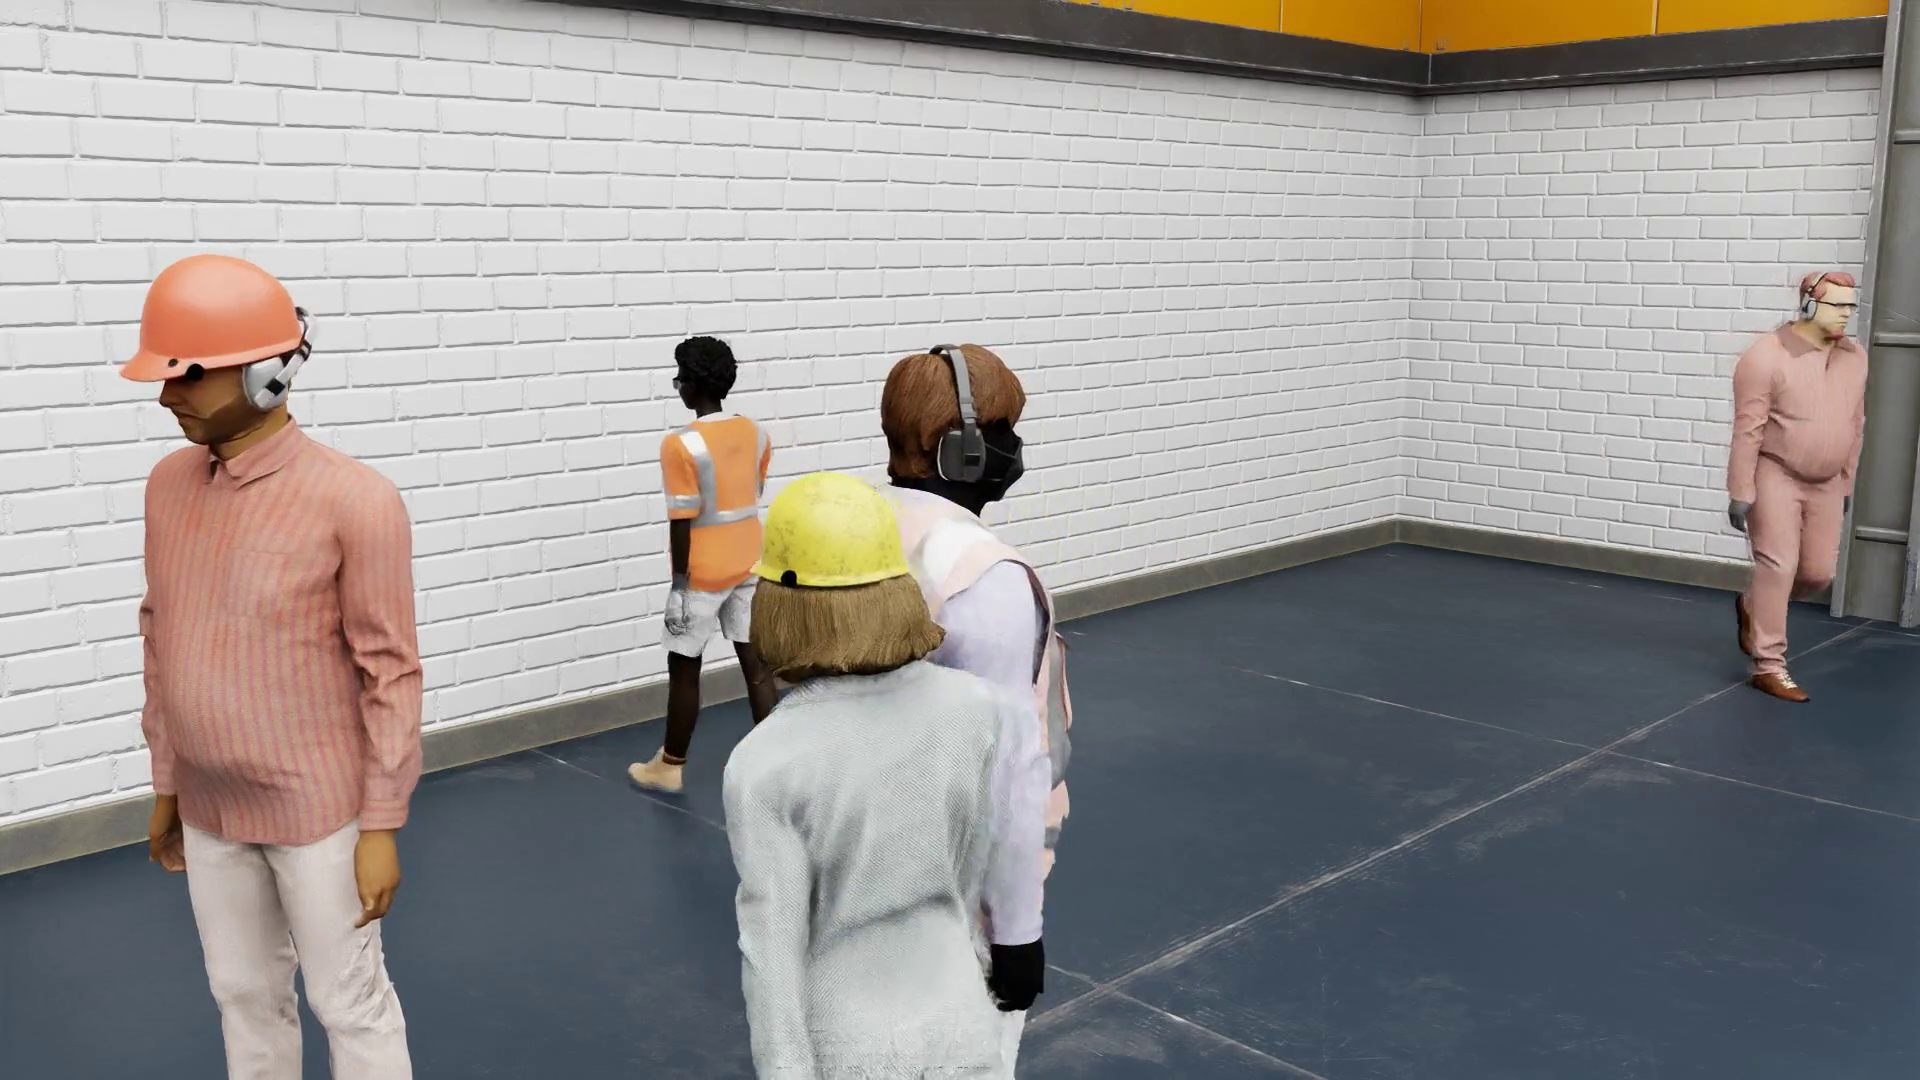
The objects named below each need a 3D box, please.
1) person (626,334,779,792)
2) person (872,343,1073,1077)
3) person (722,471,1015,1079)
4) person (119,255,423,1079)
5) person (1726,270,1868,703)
[{"bbox_3d":[-0.911,0.105,5.989,0.494,1.689,0.554,7,13,35],"label":"person"},{"bbox_3d":[-0.025,0.582,2.916,0.430,1.845,0.624,-6,12,-28],"label":"person"},{"bbox_3d":[-0.112,0.740,2.468,0.491,1.691,0.948,-6,12,-31],"label":"person"},{"bbox_3d":[-1.273,0.481,3.067,0.608,1.987,0.391,4,11,23],"label":"person"},{"bbox_3d":[3.678,-0.263,7.424,0.677,1.882,0.647,-2,11,-13],"label":"person"}]
